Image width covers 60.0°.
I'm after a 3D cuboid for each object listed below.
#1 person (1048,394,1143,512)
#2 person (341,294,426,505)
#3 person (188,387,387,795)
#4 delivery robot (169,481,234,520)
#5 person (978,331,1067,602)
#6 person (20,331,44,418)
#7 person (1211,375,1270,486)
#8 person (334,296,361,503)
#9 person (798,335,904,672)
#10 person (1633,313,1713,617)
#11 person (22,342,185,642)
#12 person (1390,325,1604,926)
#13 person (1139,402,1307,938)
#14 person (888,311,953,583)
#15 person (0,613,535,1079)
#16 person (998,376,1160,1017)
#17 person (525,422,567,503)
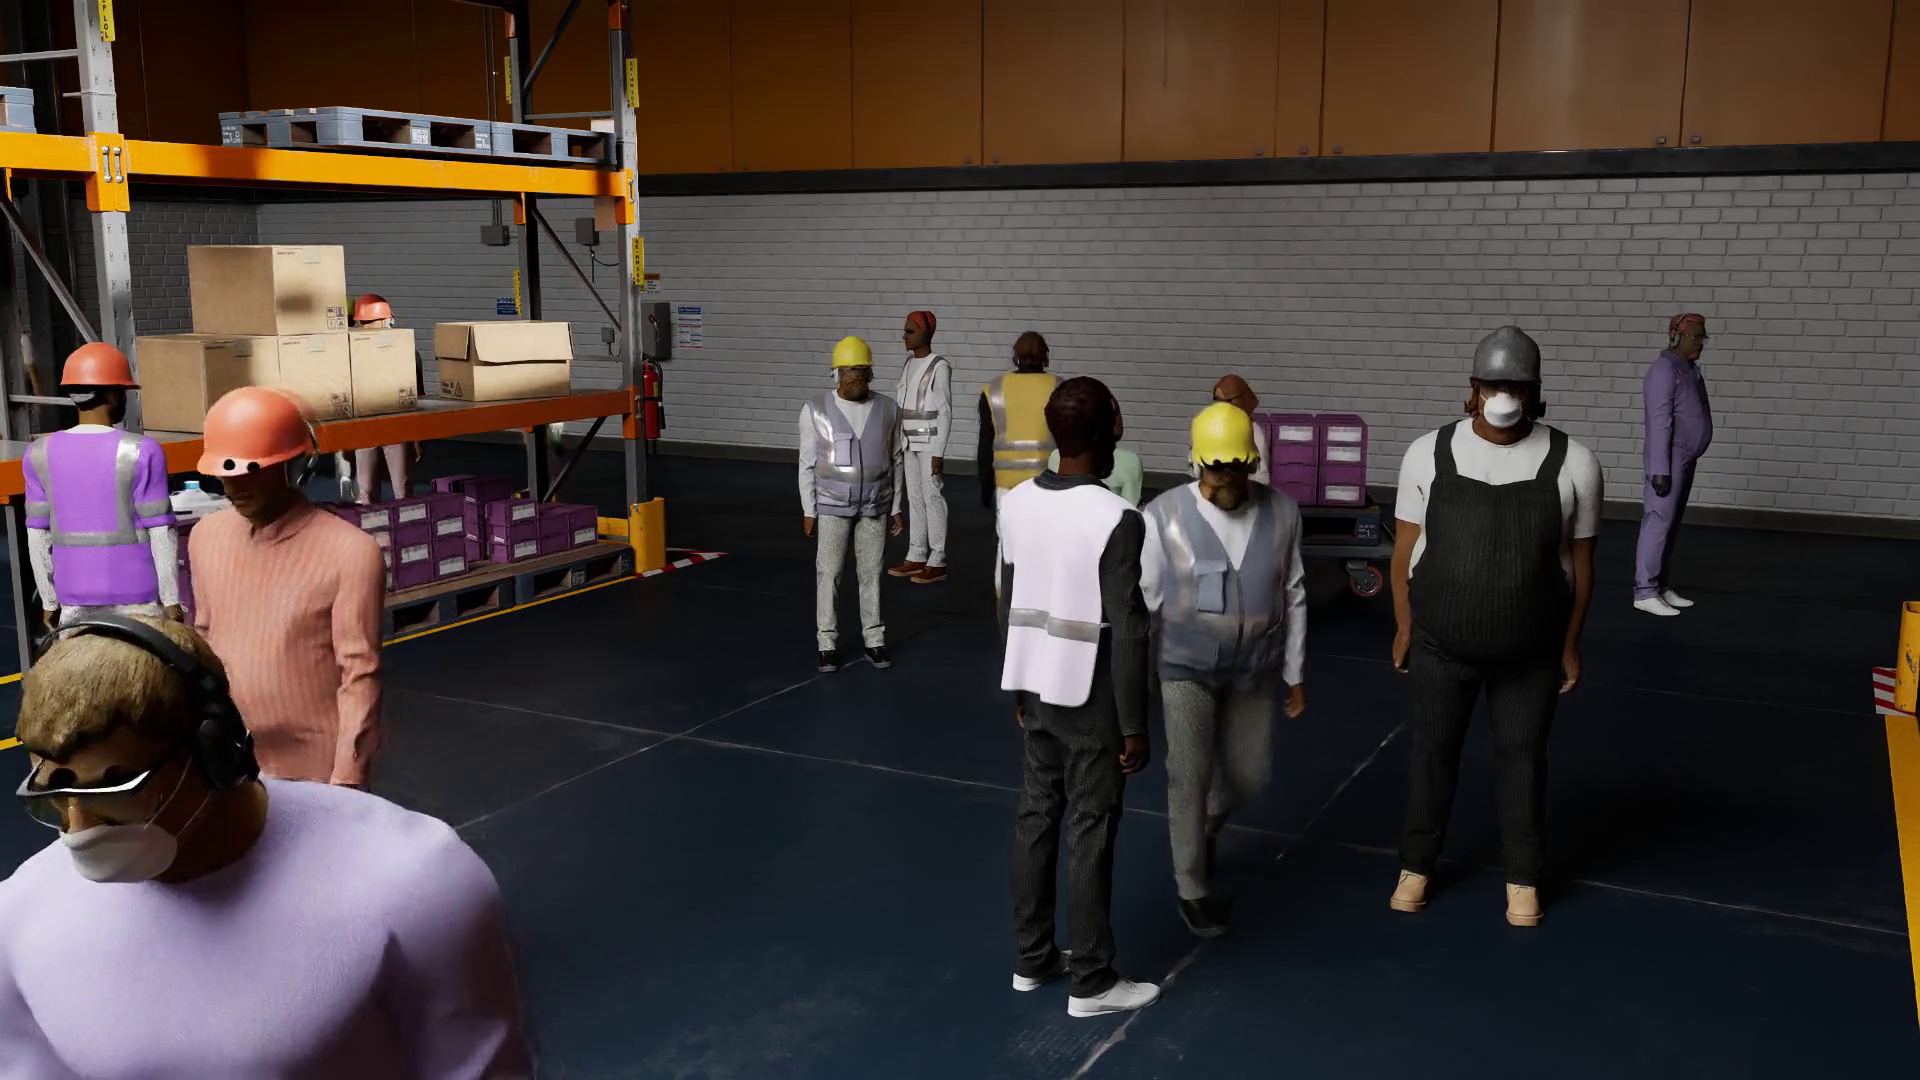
[{"bbox_3d":[0.653,0.086,8.088,0.497,1.626,0.288,5,11,26],"label":"person"},{"bbox_3d":[-4.105,-0.743,11.806,0.623,1.992,0.397,0,10,2],"label":"person"},{"bbox_3d":[-1.802,0.576,4.332,0.629,1.933,1.031,3,10,15],"label":"person"},{"bbox_3d":[-5.798,-0.205,12.589,0.707,0.478,0.477,-6,11,-31],"label":"delivery robot"},{"bbox_3d":[0.415,-0.348,10.040,0.625,1.819,0.644,2,10,9],"label":"person"},{"bbox_3d":[-8.906,-1.303,15.536,0.554,1.823,0.612,4,10,20],"label":"person"},{"bbox_3d":[1.593,-0.141,9.494,0.456,1.596,0.687,-4,11,-21],"label":"person"},{"bbox_3d":[-5.413,-1.214,14.800,0.598,1.906,0.598,-3,10,-17],"label":"person"},{"bbox_3d":[-0.584,-0.196,9.100,0.592,1.837,0.404,-3,10,-18],"label":"person"},{"bbox_3d":[4.543,-0.481,10.554,0.401,1.904,0.650,7,12,36],"label":"person"},{"bbox_3d":[-3.341,0.194,6.559,0.550,1.933,0.374,0,10,-3],"label":"person"},{"bbox_3d":[1.798,0.298,5.650,0.683,2.000,0.538,3,10,19],"label":"person"},{"bbox_3d":[0.853,0.414,5.669,0.618,1.800,0.582,-2,10,-11],"label":"person"},{"bbox_3d":[-0.265,-0.644,11.564,0.355,1.883,0.573,-6,11,-30],"label":"person"},{"bbox_3d":[-0.829,0.992,2.045,0.667,1.898,0.567,1,10,5],"label":"person"},{"bbox_3d":[0.340,0.471,4.996,0.389,1.921,0.592,-8,12,-38],"label":"person"},{"bbox_3d":[-3.284,-0.780,13.103,0.540,1.626,0.542,-4,11,-21],"label":"person"}]
